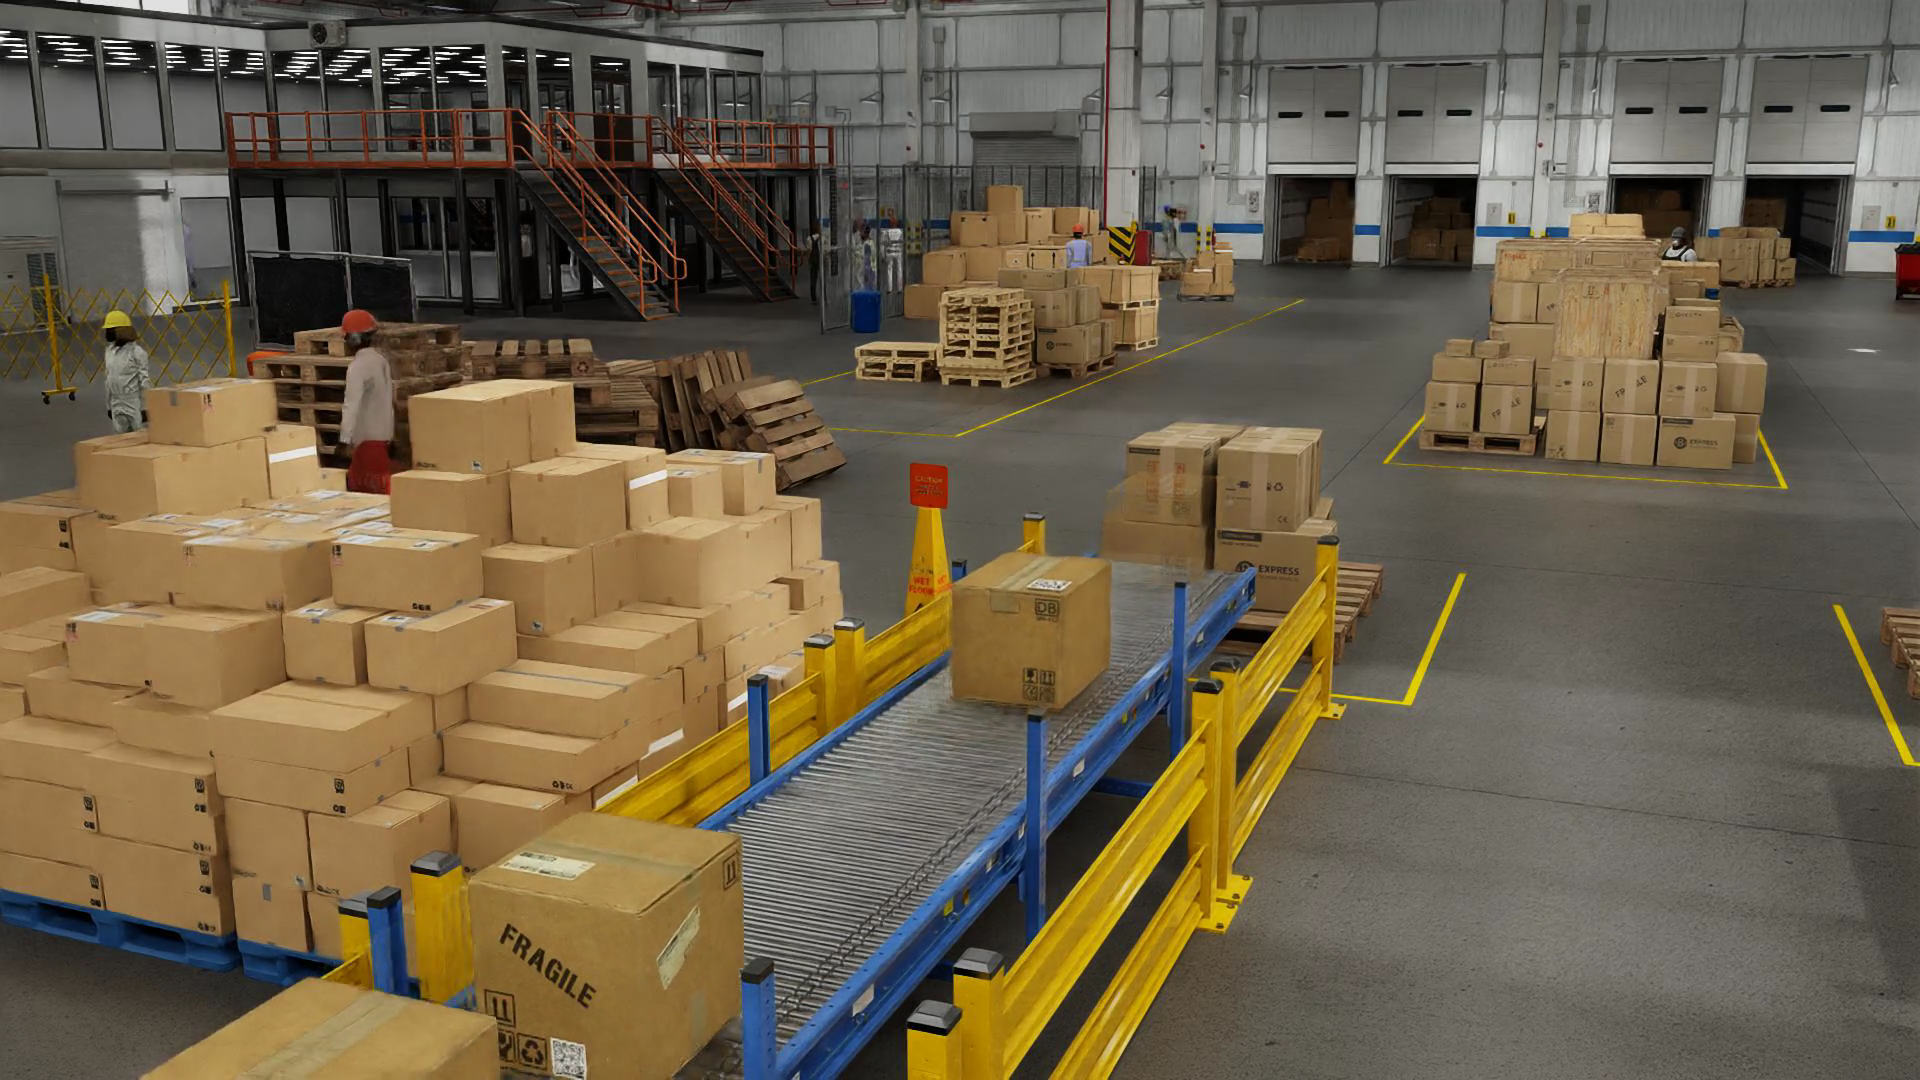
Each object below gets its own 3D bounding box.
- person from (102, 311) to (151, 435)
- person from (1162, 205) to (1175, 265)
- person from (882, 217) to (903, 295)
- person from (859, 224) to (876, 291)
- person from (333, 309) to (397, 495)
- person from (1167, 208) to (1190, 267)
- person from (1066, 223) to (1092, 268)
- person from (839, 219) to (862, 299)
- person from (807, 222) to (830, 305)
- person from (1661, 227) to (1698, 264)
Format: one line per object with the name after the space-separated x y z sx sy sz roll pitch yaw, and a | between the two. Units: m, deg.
-7.648 -1.229 15.273 0.490 1.744 0.295 4 13 19 | person
6.588 -9.587 52.405 0.447 1.909 0.648 9 15 34 | person
-1.594 -6.876 40.350 0.585 1.867 0.408 -2 13 -11 | person
-1.862 -5.457 33.866 0.397 1.911 0.587 0 13 2 | person
-4.560 -0.823 12.973 0.995 1.959 0.604 -1 13 -4 | person
6.741 -9.419 51.816 0.855 1.831 0.544 4 13 18 | person
2.389 -5.432 33.676 0.550 1.941 0.347 -2 13 -10 | person
-2.557 -6.529 38.765 0.612 1.859 0.746 10 16 39 | person
-3.186 -6.191 37.314 0.506 1.838 0.349 5 13 20 | person
12.299 -4.378 28.721 0.538 2.000 0.684 -7 14 -28 | person
